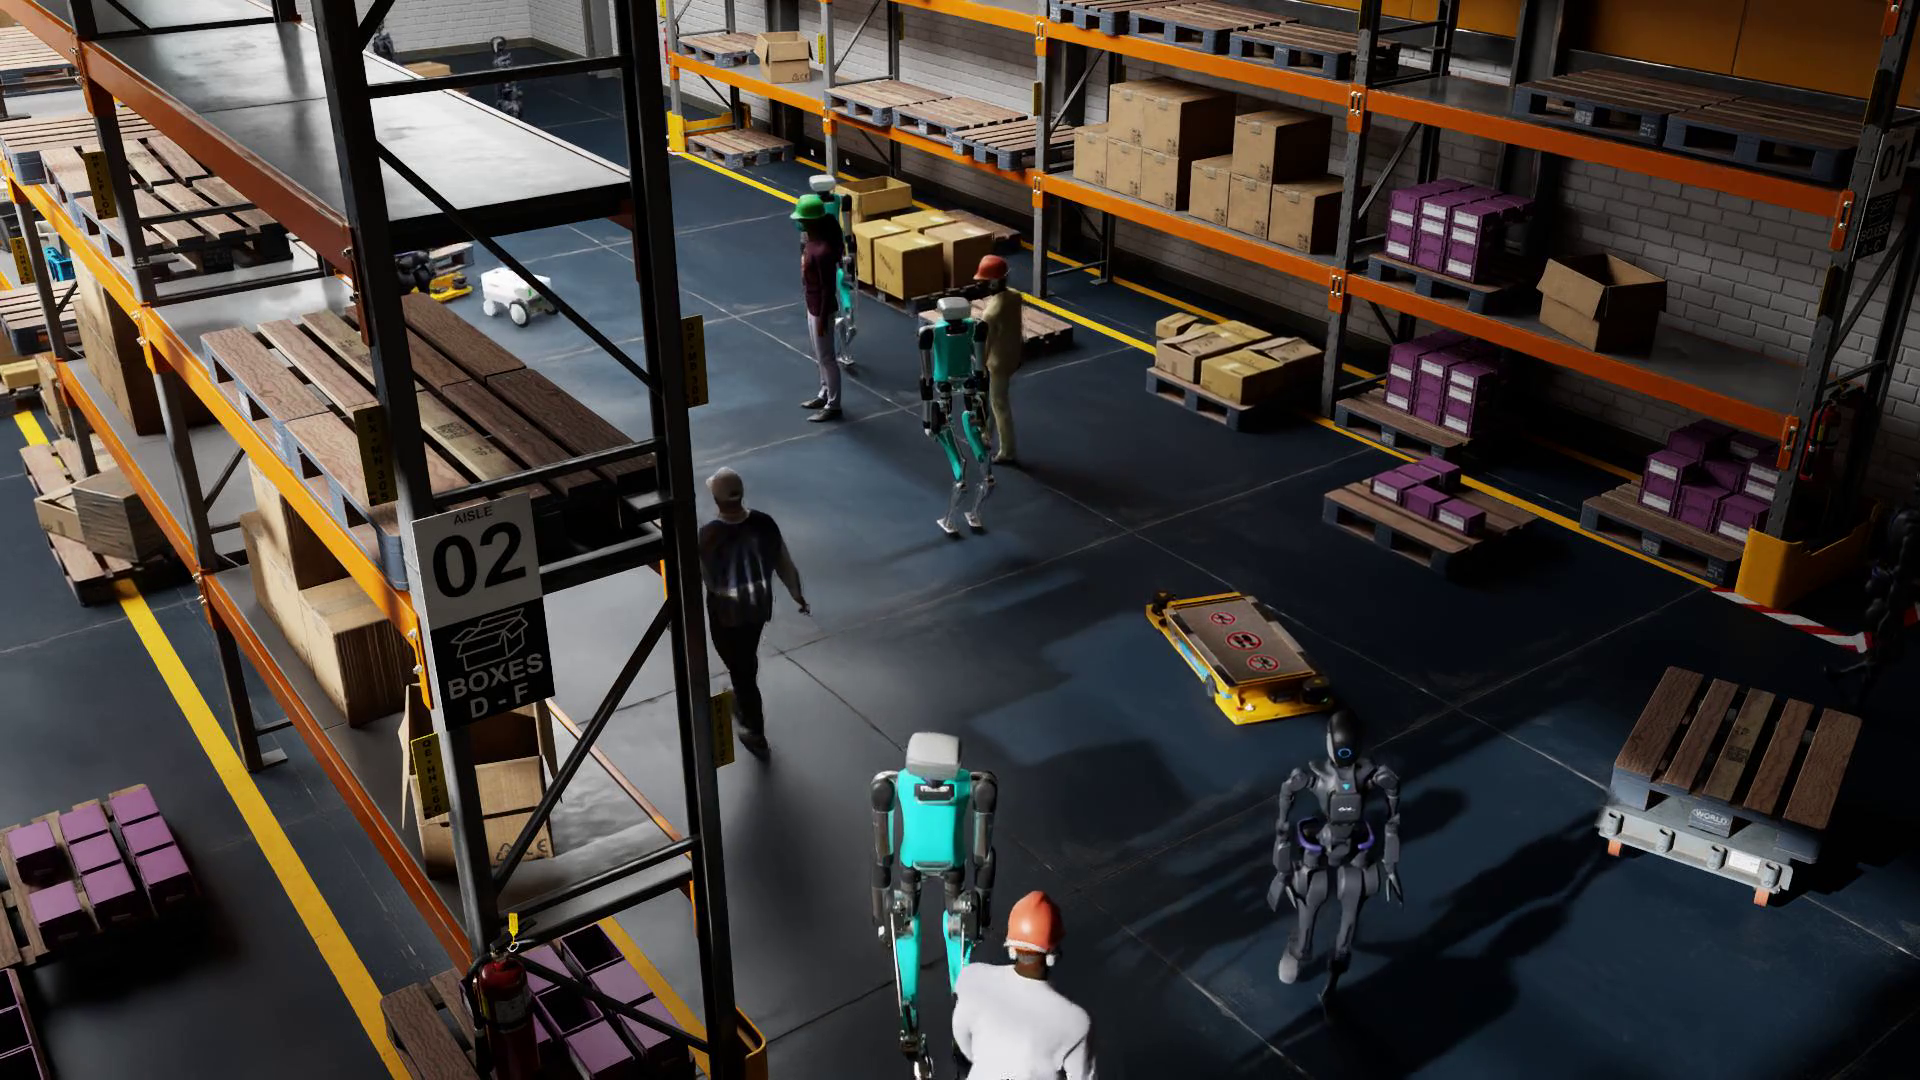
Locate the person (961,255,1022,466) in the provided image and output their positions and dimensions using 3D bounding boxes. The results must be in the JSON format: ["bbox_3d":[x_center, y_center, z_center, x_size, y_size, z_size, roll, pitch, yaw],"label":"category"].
[{"bbox_3d":[0.192,-1.421,13.171,0.633,1.732,0.594,10,28,19],"label":"person"}]

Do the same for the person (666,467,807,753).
[{"bbox_3d":[-1.333,0.352,9.652,0.792,1.727,0.801,-18,32,-31],"label":"person"}]

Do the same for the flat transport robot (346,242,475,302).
[{"bbox_3d":[-5.840,-2.700,17.359,1.431,0.231,0.659,16,31,29],"label":"flat transport robot"}]

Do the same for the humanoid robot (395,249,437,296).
[{"bbox_3d":[-5.120,-2.533,15.477,0.421,1.638,0.610,14,30,26],"label":"humanoid robot"}]

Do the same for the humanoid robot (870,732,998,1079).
[{"bbox_3d":[-0.111,1.717,6.983,0.539,1.850,0.665,0,27,-1],"label":"humanoid robot"}]

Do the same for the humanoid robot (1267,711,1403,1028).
[{"bbox_3d":[1.704,1.449,7.544,0.610,1.646,0.416,0,27,0],"label":"humanoid robot"}]

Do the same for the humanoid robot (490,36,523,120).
[{"bbox_3d":[-5.975,-5.883,22.175,0.535,1.658,0.608,-21,34,-36],"label":"humanoid robot"}]

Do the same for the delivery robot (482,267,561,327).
[{"bbox_3d":[-4.397,-2.470,16.587,0.779,0.598,0.499,15,31,28],"label":"delivery robot"}]

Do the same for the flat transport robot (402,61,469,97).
[{"bbox_3d":[-7.757,-6.036,23.993,0.659,0.231,1.431,0,27,1],"label":"flat transport robot"}]

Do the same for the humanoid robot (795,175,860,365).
[{"bbox_3d":[-1.108,-2.337,15.030,0.537,1.781,0.867,-10,28,-20],"label":"humanoid robot"}]

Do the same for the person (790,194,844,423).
[{"bbox_3d":[-1.177,-1.950,13.997,0.431,1.948,0.498,-6,27,-12],"label":"person"}]

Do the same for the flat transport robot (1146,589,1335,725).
[{"bbox_3d":[1.759,0.699,10.597,0.659,0.231,1.431,-8,28,-15],"label":"flat transport robot"}]

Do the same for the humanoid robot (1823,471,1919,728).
[{"bbox_3d":[5.442,0.325,9.766,0.388,1.645,0.613,18,32,32],"label":"humanoid robot"}]

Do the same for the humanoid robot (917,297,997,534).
[{"bbox_3d":[0.036,-0.848,11.946,0.530,1.714,0.707,-10,28,-19],"label":"humanoid robot"}]

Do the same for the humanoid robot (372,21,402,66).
[{"bbox_3d":[-8.006,-6.475,23.317,0.658,1.630,0.616,-22,34,-36],"label":"humanoid robot"}]

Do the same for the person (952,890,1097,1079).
[{"bbox_3d":[0.245,2.078,6.247,0.596,1.715,0.437,16,31,28],"label":"person"}]
